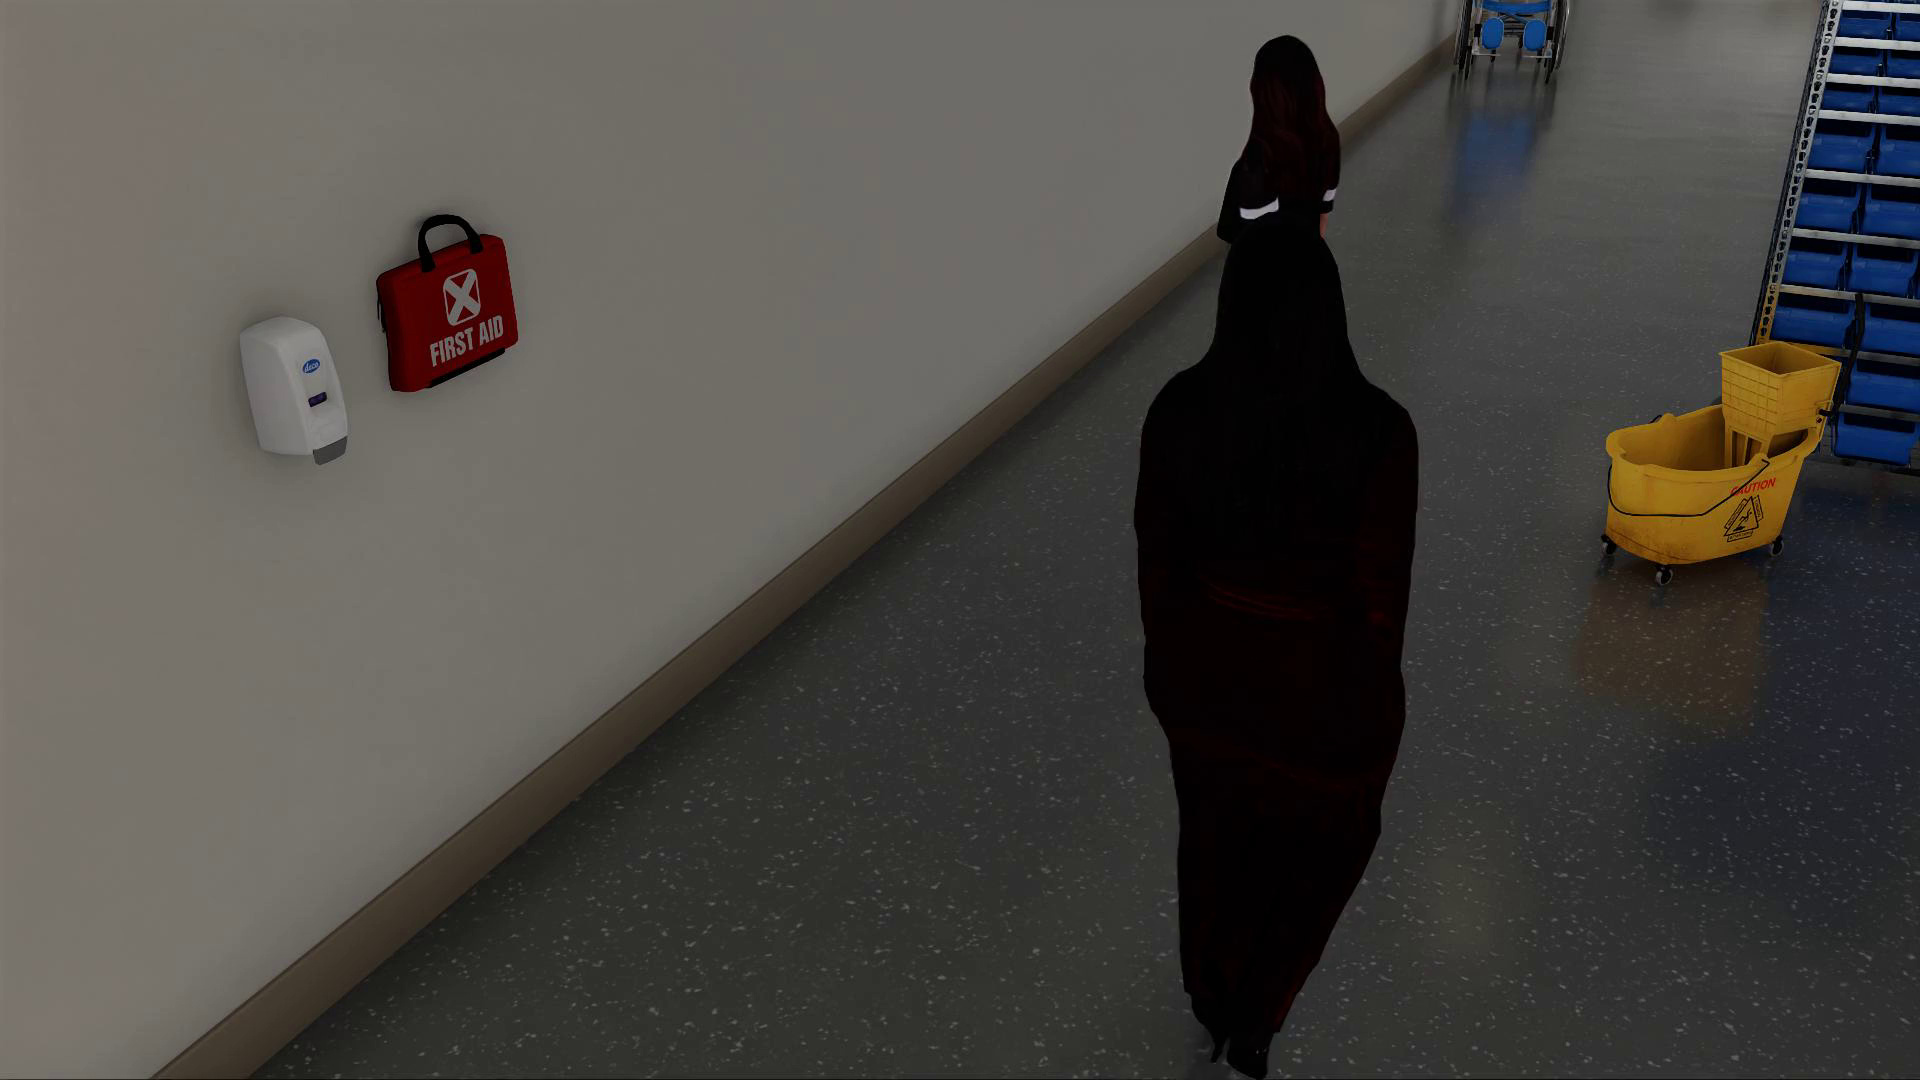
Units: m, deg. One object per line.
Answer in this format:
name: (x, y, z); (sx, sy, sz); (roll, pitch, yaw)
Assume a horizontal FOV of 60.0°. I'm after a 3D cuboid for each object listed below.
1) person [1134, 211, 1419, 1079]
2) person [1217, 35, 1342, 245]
person: (0.530, 0.306, 3.027); (0.670, 1.737, 0.736); (13, 28, 24)
person: (1.052, -0.817, 5.469); (0.692, 1.639, 0.707); (-21, 33, -37)
